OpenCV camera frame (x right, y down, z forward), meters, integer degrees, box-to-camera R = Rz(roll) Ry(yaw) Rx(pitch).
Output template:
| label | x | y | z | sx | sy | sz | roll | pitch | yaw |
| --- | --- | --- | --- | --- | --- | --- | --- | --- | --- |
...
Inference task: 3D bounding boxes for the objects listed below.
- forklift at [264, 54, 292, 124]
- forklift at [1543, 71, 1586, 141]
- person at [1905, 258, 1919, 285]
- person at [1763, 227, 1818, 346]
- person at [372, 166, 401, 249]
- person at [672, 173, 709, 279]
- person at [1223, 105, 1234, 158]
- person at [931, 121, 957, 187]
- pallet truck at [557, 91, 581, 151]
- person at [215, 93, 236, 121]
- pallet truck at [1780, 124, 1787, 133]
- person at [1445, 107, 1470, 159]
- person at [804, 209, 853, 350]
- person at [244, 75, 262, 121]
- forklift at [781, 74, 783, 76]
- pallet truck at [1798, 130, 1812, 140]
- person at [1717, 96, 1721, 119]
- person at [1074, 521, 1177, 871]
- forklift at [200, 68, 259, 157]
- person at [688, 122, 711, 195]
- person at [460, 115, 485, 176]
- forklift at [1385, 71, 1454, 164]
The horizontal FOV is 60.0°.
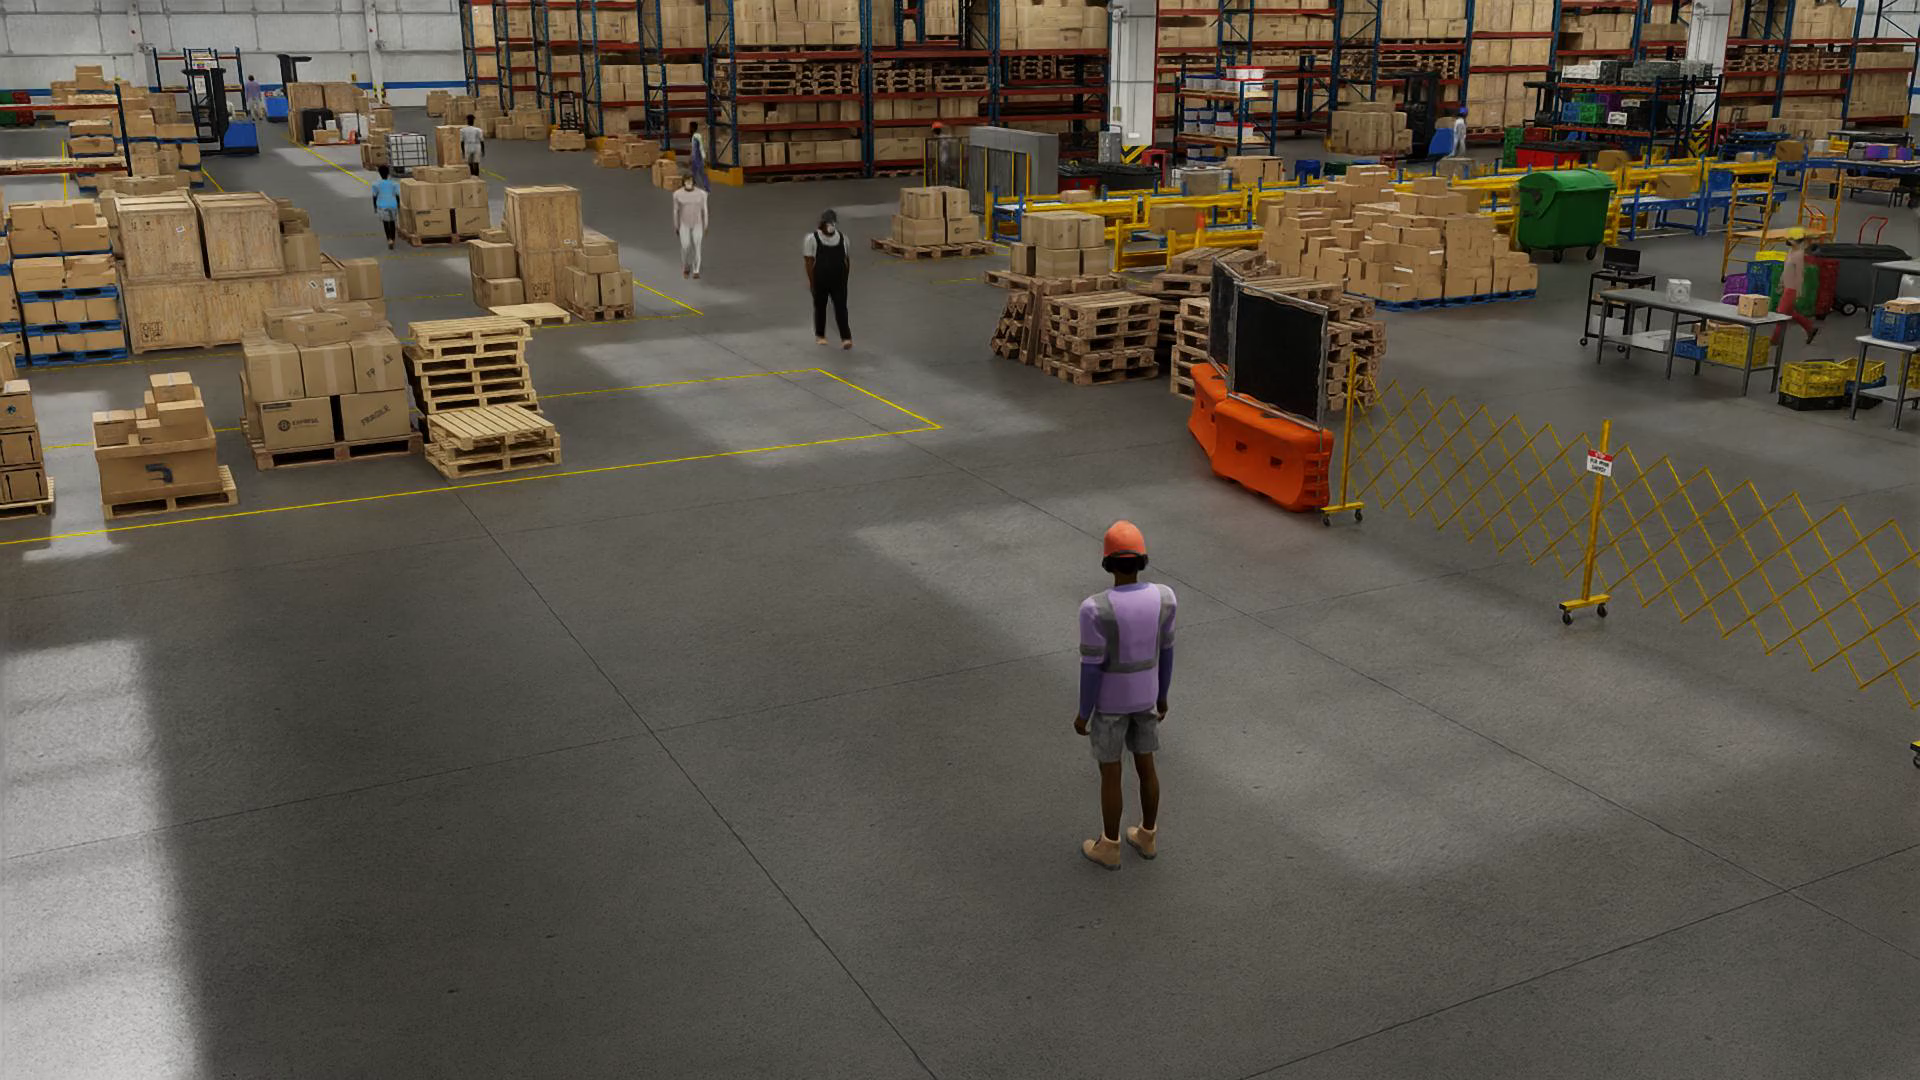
| label | x | y | z | sx | sy | sz | roll | pitch | yaw |
| --- | --- | --- | --- | --- | --- | --- | --- | --- | --- |
| forklift | -28.494 | -19.123 | 70.450 | 1.873 | 2.768 | 1.129 | -9 | 20 | -26 |
| forklift | 18.685 | -13.231 | 52.085 | 1.873 | 2.768 | 1.129 | -9 | 20 | -26 |
| person | 17.070 | -5.329 | 29.139 | 0.528 | 1.842 | 0.876 | -3 | 18 | -10 |
| person | 12.117 | -3.662 | 24.090 | 0.724 | 1.740 | 0.523 | 5 | 18 | 15 |
| person | -11.708 | -6.811 | 34.025 | 0.534 | 1.669 | 0.826 | -9 | 20 | -26 |
| person | -4.854 | -5.666 | 30.063 | 0.629 | 1.921 | 0.490 | -3 | 18 | -9 |
| person | 8.781 | -13.337 | 54.328 | 0.368 | 1.684 | 0.556 | 13 | 22 | 35 |
| person | -0.416 | -10.096 | 43.938 | 1.017 | 1.885 | 0.556 | 0 | 18 | -1 |
| pallet truck | -13.495 | -14.412 | 57.188 | 0.823 | 1.965 | 1.885 | -3 | 18 | -9 |
| person | -25.081 | -14.293 | 56.832 | 0.612 | 1.987 | 0.399 | -8 | 20 | -24 |
| pallet truck | 25.206 | -12.542 | 52.601 | 1.601 | 1.201 | 0.680 | 0 | 18 | -2 |
| person | 14.781 | -11.891 | 49.463 | 0.853 | 1.924 | 0.608 | 2 | 18 | 5 |
| person | -1.877 | -3.761 | 23.913 | 0.682 | 2.000 | 1.022 | -5 | 18 | -15 |
| person | -30.643 | -19.173 | 72.132 | 0.629 | 1.935 | 0.372 | -8 | 20 | -24 |
| forklift | -5.242 | -12.625 | 50.193 | 1.873 | 2.768 | 1.129 | -9 | 20 | -26 |
| pallet truck | 25.526 | -11.556 | 49.408 | 1.630 | 1.274 | 0.653 | -9 | 20 | -26 |
| person | 26.923 | -15.035 | 59.501 | 0.588 | 1.766 | 0.981 | -5 | 18 | -14 |
| person | 0.912 | 0.886 | 9.434 | 0.609 | 2.036 | 0.402 | -8 | 20 | -24 |
| forklift | -24.369 | -14.147 | 54.940 | 1.873 | 2.768 | 1.129 | -9 | 20 | -26 |
| person | -6.983 | -10.002 | 43.617 | 0.889 | 1.879 | 0.612 | -2 | 18 | -7 |
| person | -13.470 | -10.782 | 46.018 | 0.613 | 1.907 | 1.043 | -2 | 18 | -7 |
| forklift | 14.594 | -13.327 | 52.382 | 1.873 | 2.768 | 1.129 | -9 | 20 | -26 |
